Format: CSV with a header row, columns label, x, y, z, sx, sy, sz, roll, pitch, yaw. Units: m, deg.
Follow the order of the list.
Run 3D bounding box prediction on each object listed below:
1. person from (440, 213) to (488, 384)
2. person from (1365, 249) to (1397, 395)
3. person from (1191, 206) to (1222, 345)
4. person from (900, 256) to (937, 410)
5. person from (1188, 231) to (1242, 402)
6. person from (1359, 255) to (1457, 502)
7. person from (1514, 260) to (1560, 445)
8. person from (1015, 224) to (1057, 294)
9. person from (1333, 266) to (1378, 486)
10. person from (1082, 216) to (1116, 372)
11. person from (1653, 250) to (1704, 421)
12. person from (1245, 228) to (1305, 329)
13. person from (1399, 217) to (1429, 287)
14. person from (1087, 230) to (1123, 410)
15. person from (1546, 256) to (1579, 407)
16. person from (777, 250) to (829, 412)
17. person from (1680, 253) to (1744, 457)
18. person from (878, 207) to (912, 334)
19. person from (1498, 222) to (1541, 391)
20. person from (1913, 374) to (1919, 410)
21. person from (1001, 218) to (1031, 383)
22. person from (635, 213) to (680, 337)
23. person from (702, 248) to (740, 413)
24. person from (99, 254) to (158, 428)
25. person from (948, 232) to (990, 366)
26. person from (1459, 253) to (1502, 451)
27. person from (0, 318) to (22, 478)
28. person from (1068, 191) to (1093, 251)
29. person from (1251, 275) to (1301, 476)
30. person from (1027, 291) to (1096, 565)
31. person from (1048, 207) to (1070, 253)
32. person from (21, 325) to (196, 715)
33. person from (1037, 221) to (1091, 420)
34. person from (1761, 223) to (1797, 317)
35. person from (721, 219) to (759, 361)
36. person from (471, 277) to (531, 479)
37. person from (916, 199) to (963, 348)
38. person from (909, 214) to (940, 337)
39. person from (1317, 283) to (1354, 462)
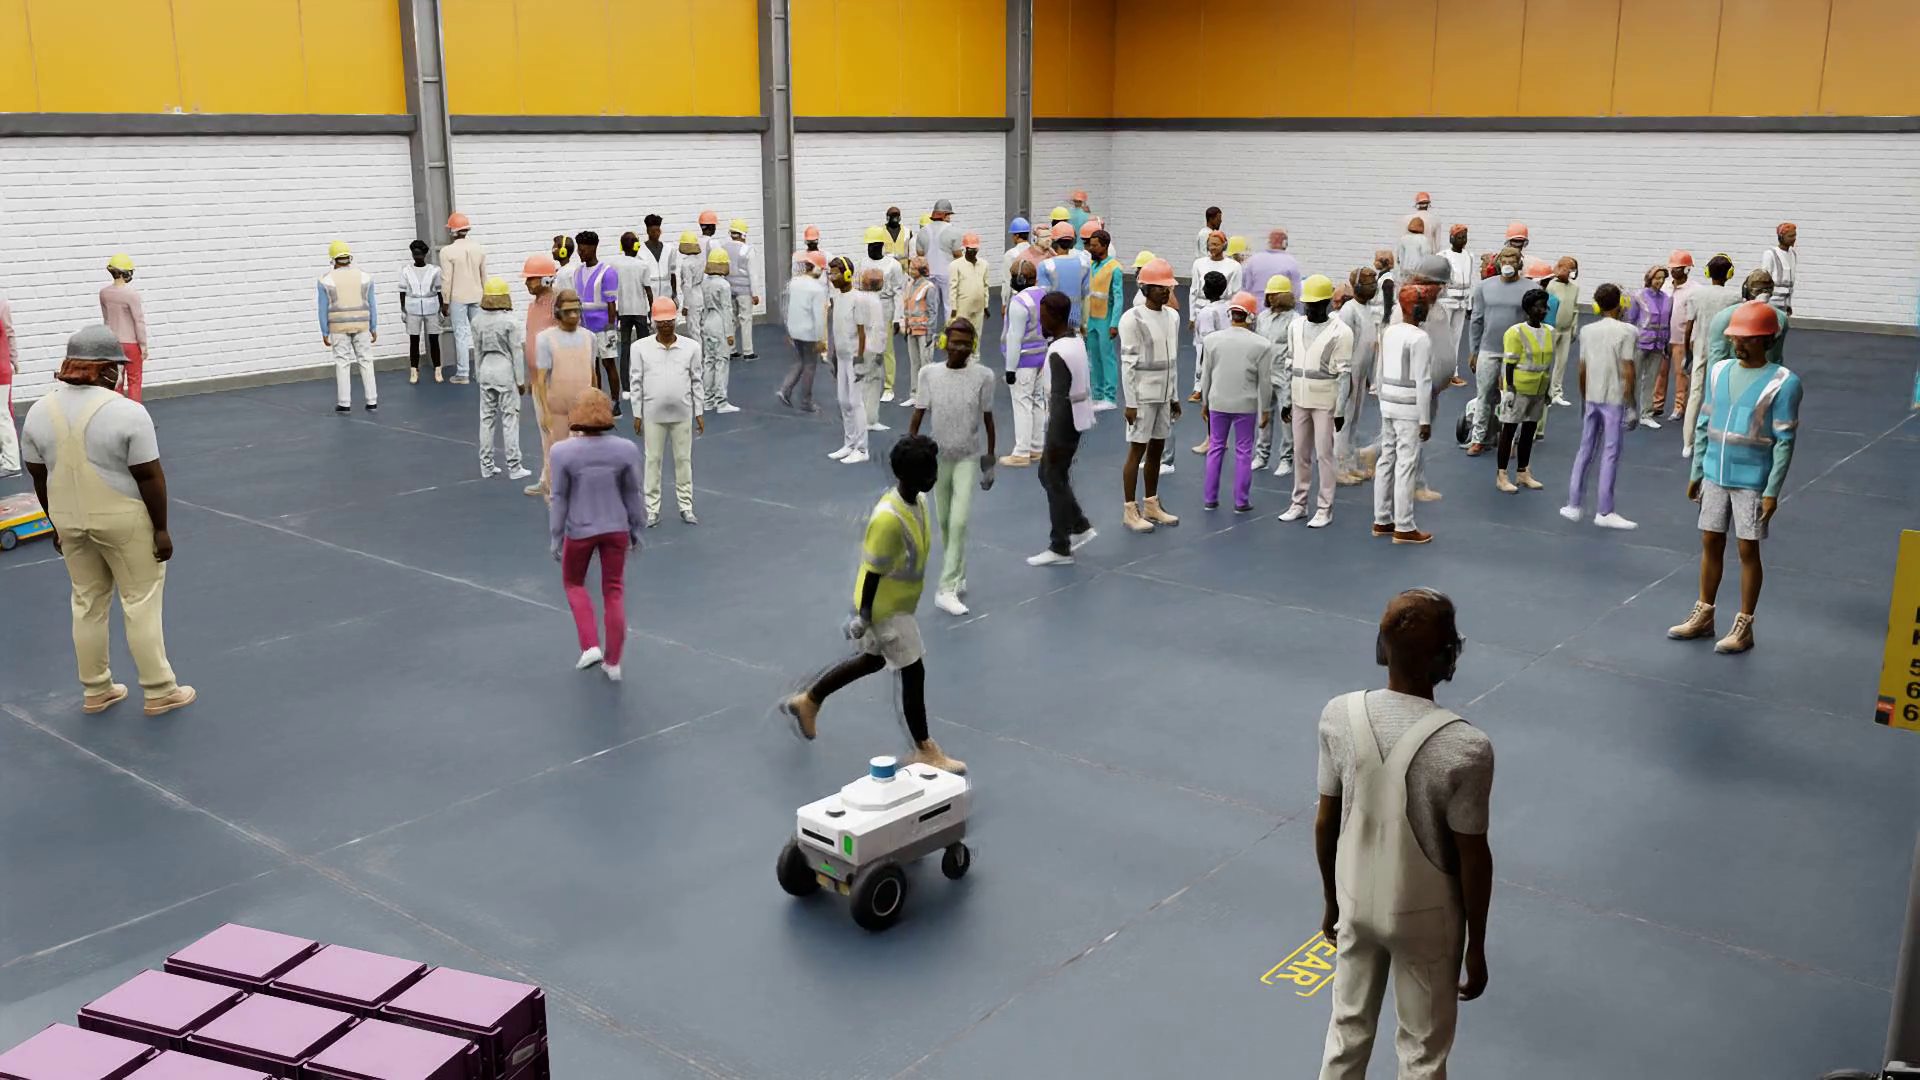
label,x,y,z,sx,sy,sz,roll,pitch,yaw
person,-5.849,-2.849,19.644,0.372,1.997,0.620,11,18,38
person,4.778,-2.462,18.827,0.310,1.638,0.523,1,14,5
person,3.418,-3.648,23.030,0.396,1.911,0.588,6,15,22
person,-0.433,-2.216,17.849,0.305,1.637,0.522,-10,17,-34
person,2.782,-2.434,18.223,0.574,1.883,0.355,6,15,23
person,3.659,-1.347,13.558,0.751,2.000,0.702,10,17,35
person,5.473,-1.783,15.879,0.326,1.752,0.561,11,18,38
person,0.922,-2.637,18.981,0.636,1.911,0.404,-12,18,-39
person,3.363,-1.396,14.147,0.346,1.847,0.506,9,16,31
person,1.654,-3.039,20.590,0.410,1.909,0.643,-6,15,-23
person,7.375,-2.111,17.190,0.331,1.750,0.572,-9,17,-32
person,3.613,-2.578,18.818,0.670,1.862,0.953,11,18,37
person,6.920,-4.100,25.383,0.279,1.633,0.500,-12,18,-40
person,1.526,-2.358,17.846,0.377,1.917,0.600,-8,16,-28
person,6.488,-2.253,18.027,0.504,1.629,0.277,-6,15,-23
person,-1.611,-2.190,17.577,0.490,1.714,0.600,-10,17,-35
person,6.859,-1.670,15.184,0.521,1.877,0.328,11,18,38
person,-0.979,-3.929,24.273,0.619,1.847,0.430,-3,14,-13
person,5.899,-2.385,17.798,0.610,1.996,0.379,0,14,0
person,10.499,-2.251,17.584,0.564,1.832,0.546,5,15,18
person,0.727,-2.819,19.640,0.607,1.940,0.415,-12,18,-40
person,-3.706,-2.977,20.222,0.613,1.962,0.367,-8,16,-31
person,-2.555,-2.226,17.696,0.329,1.734,0.482,-10,17,-36
person,-8.319,-1.969,16.620,0.518,1.756,0.347,5,15,20
person,0.131,-2.817,20.010,0.575,1.749,0.336,-9,17,-33
person,4.967,-1.756,15.585,0.388,1.846,0.565,9,16,31
person,-8.423,-1.409,14.422,0.353,1.738,0.574,-10,17,-35
person,1.969,-4.725,27.254,0.625,1.939,1.010,7,15,25
person,2.753,-1.431,14.496,0.315,1.743,0.487,-13,19,-43
person,0.716,-0.768,11.516,0.428,1.906,0.643,3,14,14
person,1.358,-3.523,22.480,0.369,1.928,0.585,4,15,14
person,-4.371,-0.107,8.603,0.688,2.000,0.536,2,14,8
person,1.040,-2.241,17.124,0.614,2.042,0.373,-7,16,-25
person,9.658,-2.797,19.676,0.573,1.880,0.357,-9,17,-32
person,-2.850,-3.229,21.520,0.594,1.825,0.403,9,16,31
person,-3.978,-1.400,14.397,0.484,1.735,0.339,5,15,19
person,-0.221,-3.615,22.618,0.672,2.000,0.536,7,16,27
person,-0.473,-3.786,23.861,0.533,1.767,0.326,-4,15,-16
person,3.386,-1.466,14.848,0.310,1.638,0.522,-2,14,-8
